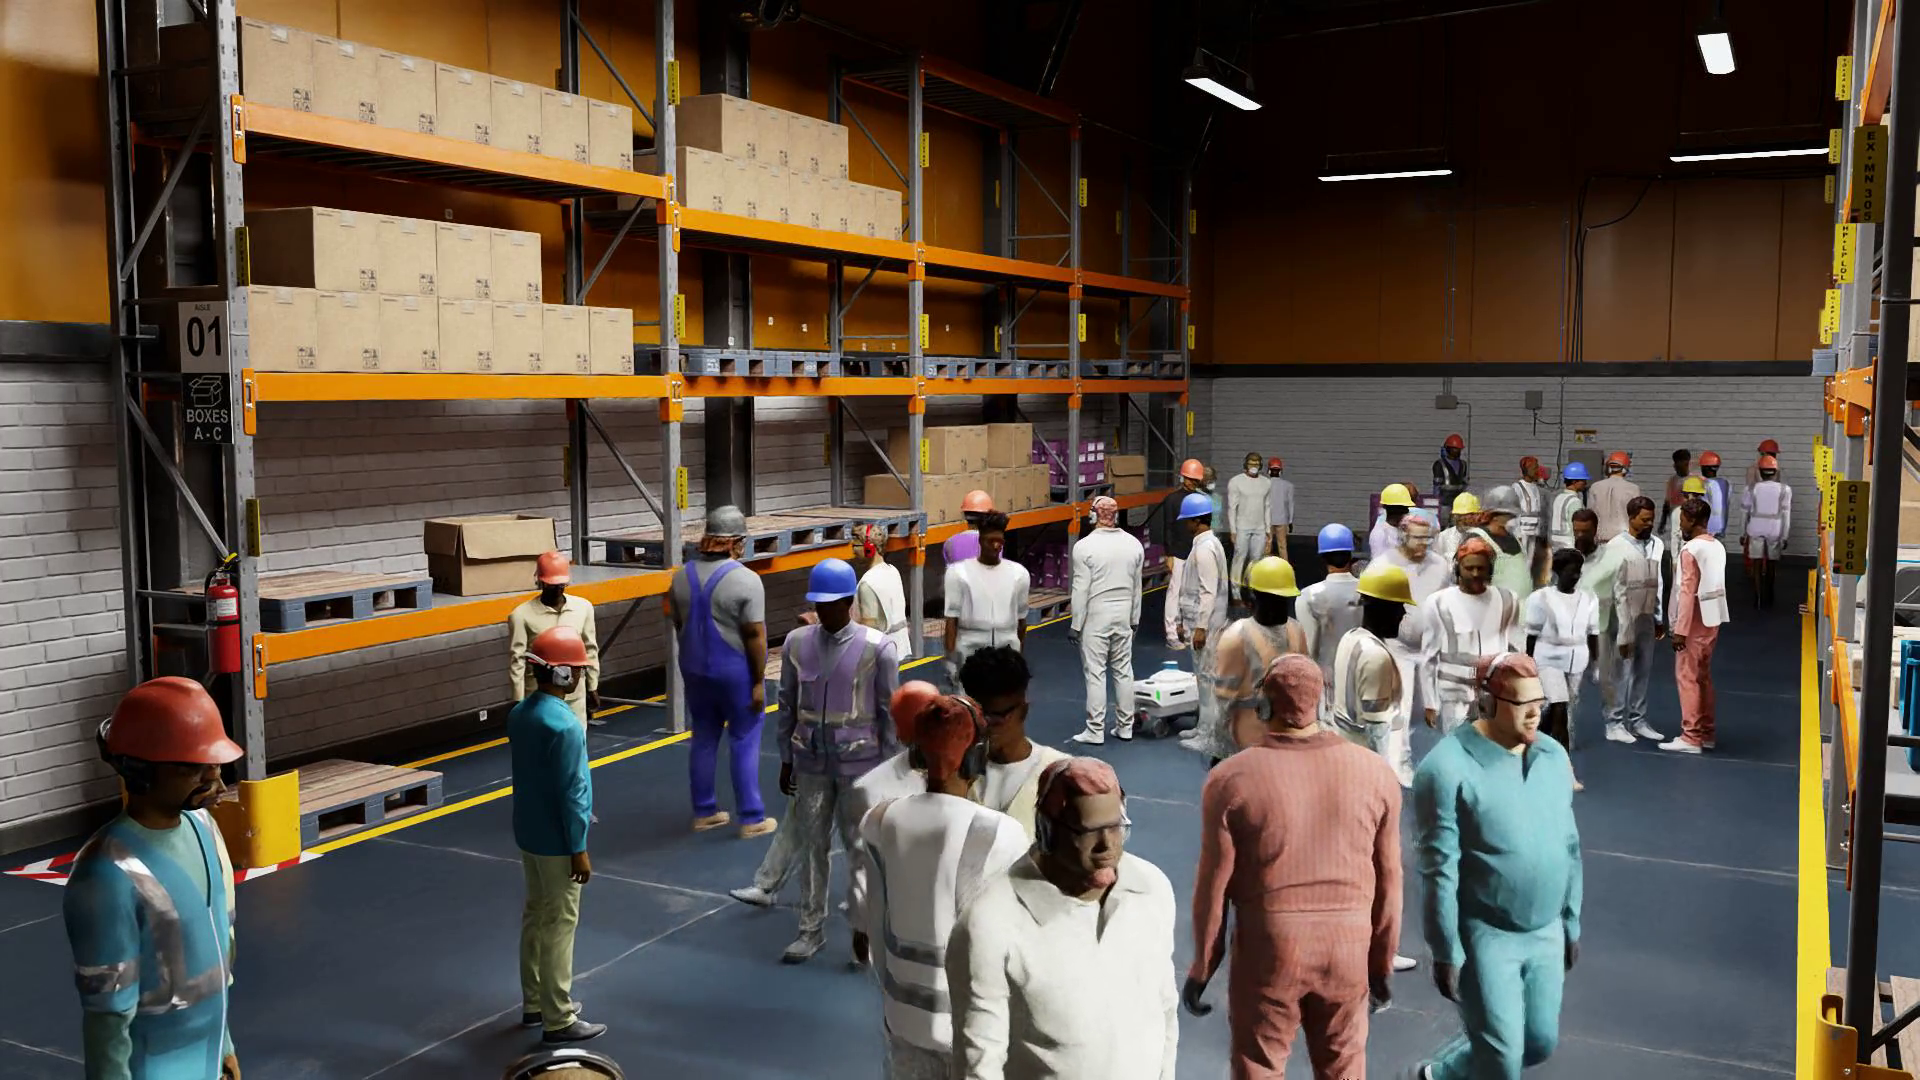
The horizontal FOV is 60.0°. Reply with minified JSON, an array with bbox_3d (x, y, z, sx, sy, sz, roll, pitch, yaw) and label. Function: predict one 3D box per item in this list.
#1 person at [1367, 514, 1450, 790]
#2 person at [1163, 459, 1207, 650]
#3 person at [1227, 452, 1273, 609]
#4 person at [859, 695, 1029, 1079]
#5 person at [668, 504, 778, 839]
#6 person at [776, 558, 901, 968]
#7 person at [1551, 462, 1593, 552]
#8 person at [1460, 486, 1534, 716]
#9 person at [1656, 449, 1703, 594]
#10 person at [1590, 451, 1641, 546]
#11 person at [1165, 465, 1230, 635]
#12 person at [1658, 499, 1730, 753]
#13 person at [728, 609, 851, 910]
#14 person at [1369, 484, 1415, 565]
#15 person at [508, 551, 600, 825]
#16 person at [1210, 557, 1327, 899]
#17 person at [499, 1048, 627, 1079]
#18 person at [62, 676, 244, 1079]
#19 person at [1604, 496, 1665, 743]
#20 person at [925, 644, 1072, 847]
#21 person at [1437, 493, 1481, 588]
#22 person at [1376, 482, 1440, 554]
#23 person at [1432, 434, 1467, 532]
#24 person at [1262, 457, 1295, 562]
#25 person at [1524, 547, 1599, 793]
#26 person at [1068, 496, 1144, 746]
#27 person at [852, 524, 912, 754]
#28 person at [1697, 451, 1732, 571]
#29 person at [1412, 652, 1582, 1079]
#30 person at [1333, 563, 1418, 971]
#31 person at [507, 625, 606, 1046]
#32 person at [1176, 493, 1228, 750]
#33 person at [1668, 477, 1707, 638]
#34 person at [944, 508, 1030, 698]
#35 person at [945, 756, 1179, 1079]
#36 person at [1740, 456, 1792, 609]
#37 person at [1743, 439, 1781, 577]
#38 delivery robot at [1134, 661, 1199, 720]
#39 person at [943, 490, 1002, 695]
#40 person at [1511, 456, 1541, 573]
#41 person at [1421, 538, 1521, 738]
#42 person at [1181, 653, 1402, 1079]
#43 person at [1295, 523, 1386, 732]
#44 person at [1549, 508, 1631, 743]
[{"bbox_3d":[3.066,0.744,11.481,0.675,1.883,0.573,-2,6,-18],"label":"person"},{"bbox_3d":[2.378,0.149,17.359,0.608,1.988,0.392,-4,6,-34],"label":"person"},{"bbox_3d":[3.586,-0.121,20.553,0.627,1.935,0.372,-2,6,-23],"label":"person"},{"bbox_3d":[0.023,1.366,4.869,0.598,1.866,0.636,4,6,33],"label":"person"},{"bbox_3d":[-1.423,0.788,10.194,0.692,2.000,0.536,3,6,30],"label":"person"},{"bbox_3d":[-0.587,1.049,7.887,0.616,1.943,0.404,2,6,18],"label":"person"},{"bbox_3d":[6.432,0.154,17.514,0.394,1.946,0.618,0,5,1],"label":"person"},{"bbox_3d":[4.049,0.592,12.310,0.697,2.000,0.822,-4,7,-36],"label":"person"},{"bbox_3d":[9.496,-0.232,21.760,0.599,1.935,0.719,-1,5,-13],"label":"person"},{"bbox_3d":[7.687,-0.049,19.513,0.616,1.986,0.407,5,7,43],"label":"person"},{"bbox_3d":[2.668,0.129,18.233,0.662,1.912,0.641,4,7,40],"label":"person"},{"bbox_3d":[5.557,0.642,12.515,0.404,1.906,0.598,5,7,43],"label":"person"},{"bbox_3d":[-0.773,1.159,8.604,0.849,1.593,0.527,-3,6,-28],"label":"person"},{"bbox_3d":[3.644,0.488,14.026,0.367,1.927,0.587,3,6,32],"label":"person"},{"bbox_3d":[-2.503,0.927,10.319,0.573,1.738,0.354,-4,6,-35],"label":"person"},{"bbox_3d":[1.620,1.018,8.625,0.596,1.882,0.992,-5,7,-43],"label":"person"},{"bbox_3d":[-0.530,1.588,2.199,0.636,1.931,0.373,-1,5,-12],"label":"person"},{"bbox_3d":[-2.009,1.350,4.245,0.420,2.031,0.605,0,5,-3],"label":"person"},{"bbox_3d":[5.195,0.608,12.861,0.599,1.909,0.398,-3,6,-29],"label":"person"},{"bbox_3d":[0.164,1.296,5.301,0.636,1.943,0.413,2,6,24],"label":"person"},{"bbox_3d":[4.434,0.493,14.556,0.593,1.822,0.411,4,7,40],"label":"person"},{"bbox_3d":[4.210,0.372,15.740,0.623,1.845,0.430,0,5,-1],"label":"person"},{"bbox_3d":[7.286,-0.549,24.660,0.604,2.034,0.418,-3,6,-27],"label":"person"},{"bbox_3d":[4.365,-0.273,23.141,0.575,1.749,0.336,0,5,-4],"label":"person"},{"bbox_3d":[4.148,0.856,11.559,0.533,1.652,0.875,-1,5,-12],"label":"person"},{"bbox_3d":[1.096,0.615,12.770,0.650,1.906,0.401,-3,6,-31],"label":"person"},{"bbox_3d":[-0.530,0.812,11.037,0.394,1.836,0.561,1,5,14],"label":"person"},{"bbox_3d":[9.286,-0.132,20.627,0.542,1.941,0.361,-3,6,-26],"label":"person"},{"bbox_3d":[1.792,1.297,5.604,0.662,1.883,0.764,-3,6,-26],"label":"person"},{"bbox_3d":[1.966,1.065,7.905,0.385,1.915,0.586,0,5,4],"label":"person"},{"bbox_3d":[-1.695,1.230,7.028,0.350,1.743,0.563,-4,7,-36],"label":"person"},{"bbox_3d":[1.825,0.615,12.598,0.404,1.936,0.616,1,5,9],"label":"person"},{"bbox_3d":[7.901,0.201,17.981,0.535,1.767,0.316,-3,6,-28],"label":"person"},{"bbox_3d":[0.164,0.746,11.152,0.607,1.947,0.756,-1,5,-10],"label":"person"},{"bbox_3d":[0.298,1.448,3.933,0.675,1.886,0.653,-3,6,-29],"label":"person"},{"bbox_3d":[9.955,-0.099,20.572,0.558,1.892,0.899,2,6,24],"label":"person"},{"bbox_3d":[11.512,-0.450,23.821,0.616,1.986,0.412,-2,6,-23],"label":"person"},{"bbox_3d":[1.669,1.202,13.149,0.707,0.478,0.477,-5,7,-42],"label":"delivery robot"},{"bbox_3d":[0.130,0.574,13.122,0.551,1.928,0.401,4,7,39],"label":"person"},{"bbox_3d":[6.949,-0.082,20.402,0.356,1.883,0.573,5,7,43],"label":"person"},{"bbox_3d":[2.986,0.923,9.652,0.599,1.865,0.614,0,5,2],"label":"person"},{"bbox_3d":[1.064,1.316,5.342,0.686,1.891,0.398,-1,5,-5],"label":"person"},{"bbox_3d":[2.222,0.875,9.787,0.603,1.942,0.402,-2,6,-18],"label":"person"},{"bbox_3d":[4.797,0.664,12.628,0.609,1.851,1.063,4,7,36],"label":"person"}]
